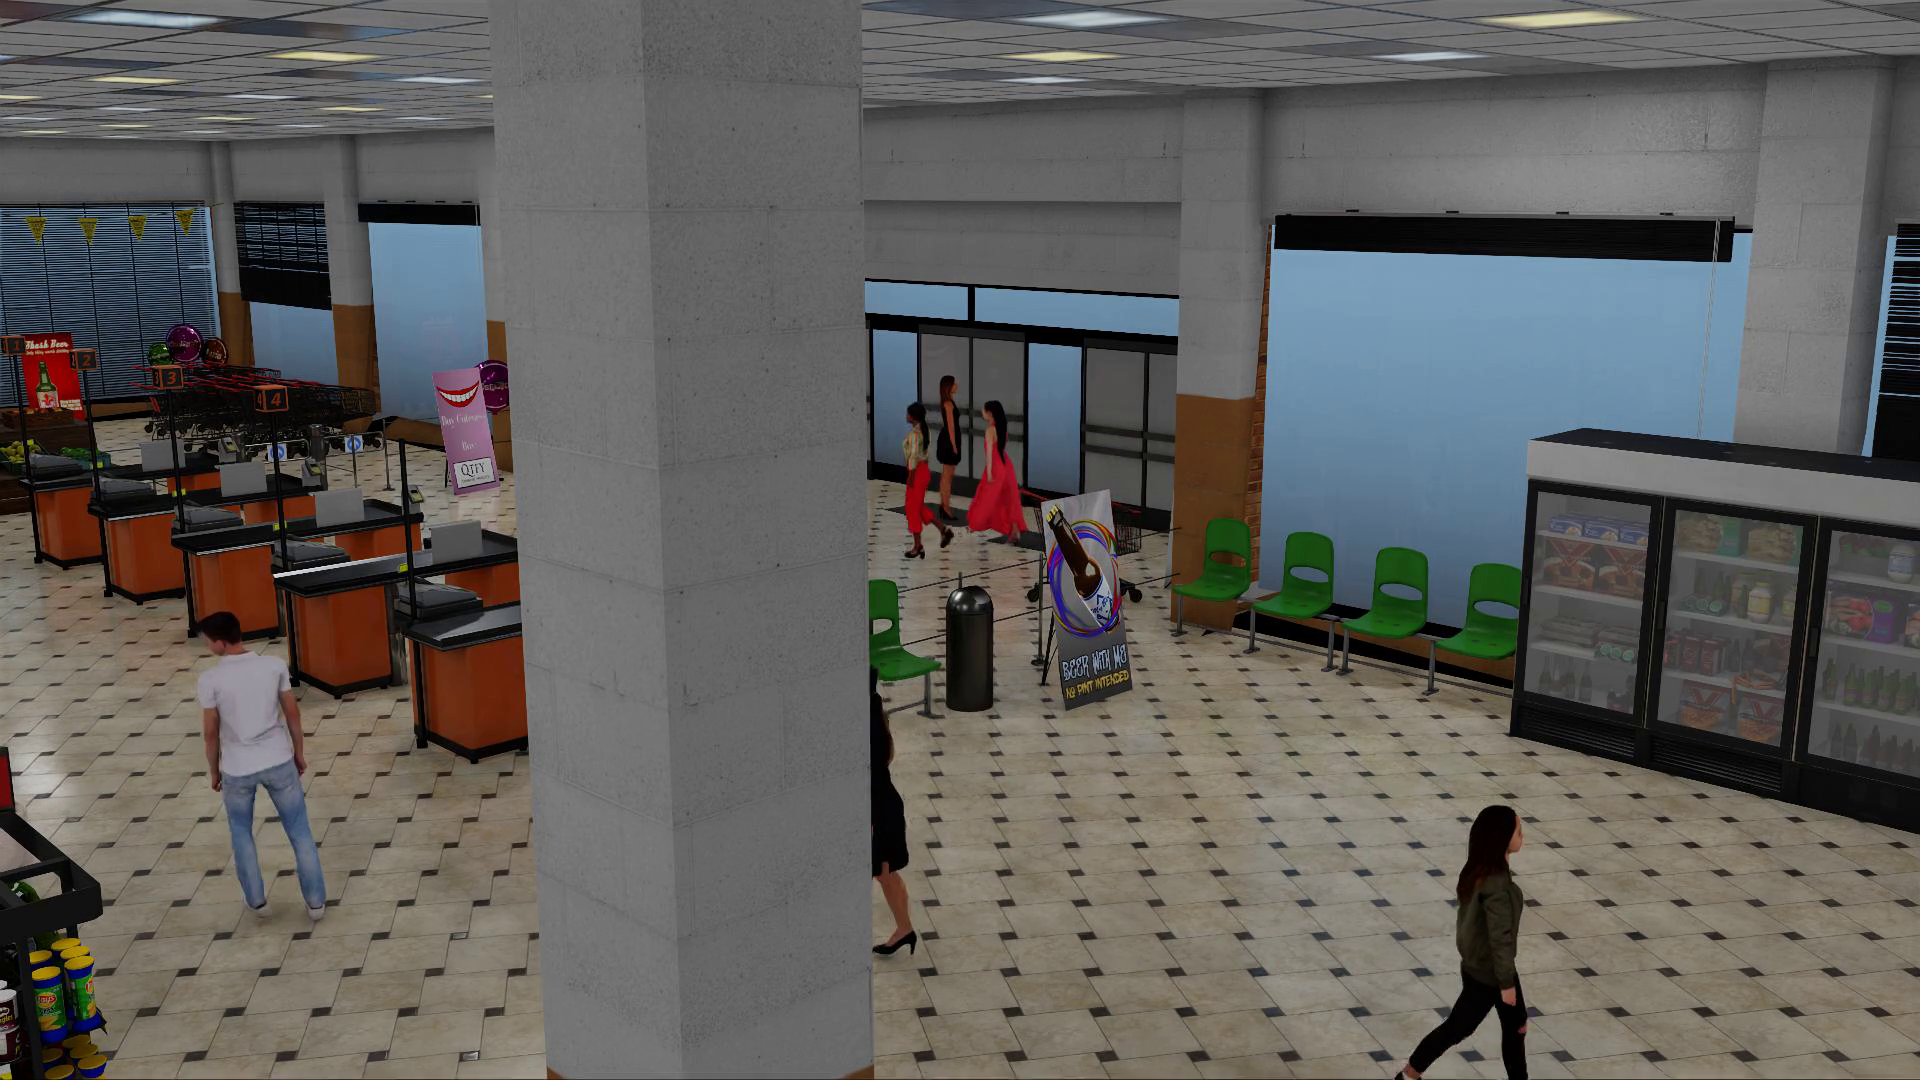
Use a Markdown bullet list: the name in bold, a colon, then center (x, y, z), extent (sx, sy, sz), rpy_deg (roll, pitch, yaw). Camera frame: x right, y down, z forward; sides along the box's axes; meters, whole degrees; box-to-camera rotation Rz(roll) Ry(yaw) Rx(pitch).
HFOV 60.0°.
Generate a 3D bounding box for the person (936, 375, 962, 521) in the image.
- **person**: center (-0.139, -1.166, 21.038), extent (0.705, 1.835, 0.669), rpy_deg (-2, 12, -7)

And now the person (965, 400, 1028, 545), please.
- **person**: center (0.529, -0.751, 19.459), extent (0.703, 1.674, 1.068), rpy_deg (9, 15, 36)

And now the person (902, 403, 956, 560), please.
- **person**: center (-0.382, -0.646, 18.695), extent (0.854, 1.782, 0.867), rpy_deg (4, 12, 18)

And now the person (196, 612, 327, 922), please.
- **person**: center (-3.954, 1.310, 9.341), extent (0.693, 1.809, 0.834), rpy_deg (-5, 13, -23)

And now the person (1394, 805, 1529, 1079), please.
- **person**: center (2.269, 1.906, 7.403), extent (0.951, 1.441, 1.021), rpy_deg (3, 12, 16)
